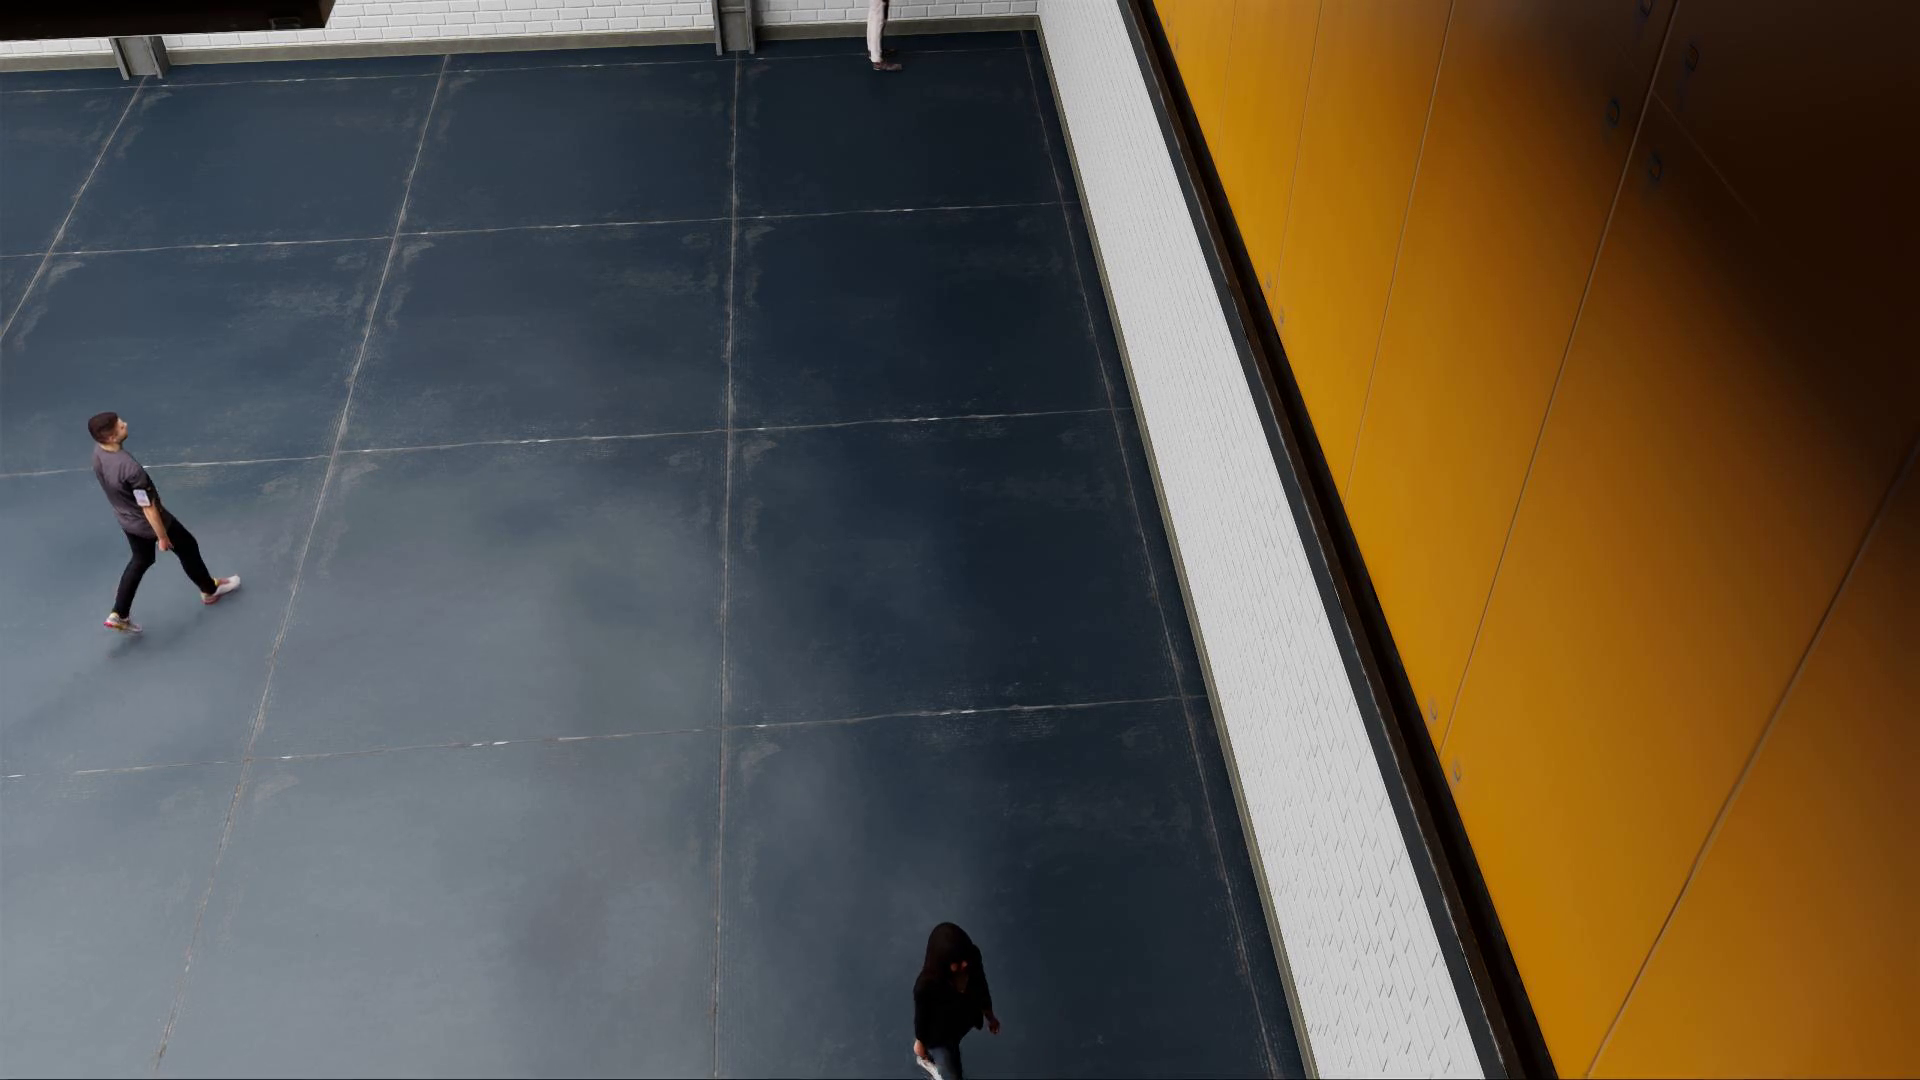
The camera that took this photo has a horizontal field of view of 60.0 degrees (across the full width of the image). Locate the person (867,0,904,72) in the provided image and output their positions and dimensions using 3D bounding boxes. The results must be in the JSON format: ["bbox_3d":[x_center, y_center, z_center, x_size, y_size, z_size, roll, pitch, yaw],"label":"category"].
[{"bbox_3d":[-0.824,-5.593,16.547,0.600,1.805,0.662,-6,44,-6],"label":"person"}]

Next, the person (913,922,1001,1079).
[{"bbox_3d":[-0.067,2.377,8.303,0.927,1.634,0.888,33,53,30],"label":"person"}]

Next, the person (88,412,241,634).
[{"bbox_3d":[-5.372,-0.086,10.816,1.129,1.736,1.135,26,49,24],"label":"person"}]
